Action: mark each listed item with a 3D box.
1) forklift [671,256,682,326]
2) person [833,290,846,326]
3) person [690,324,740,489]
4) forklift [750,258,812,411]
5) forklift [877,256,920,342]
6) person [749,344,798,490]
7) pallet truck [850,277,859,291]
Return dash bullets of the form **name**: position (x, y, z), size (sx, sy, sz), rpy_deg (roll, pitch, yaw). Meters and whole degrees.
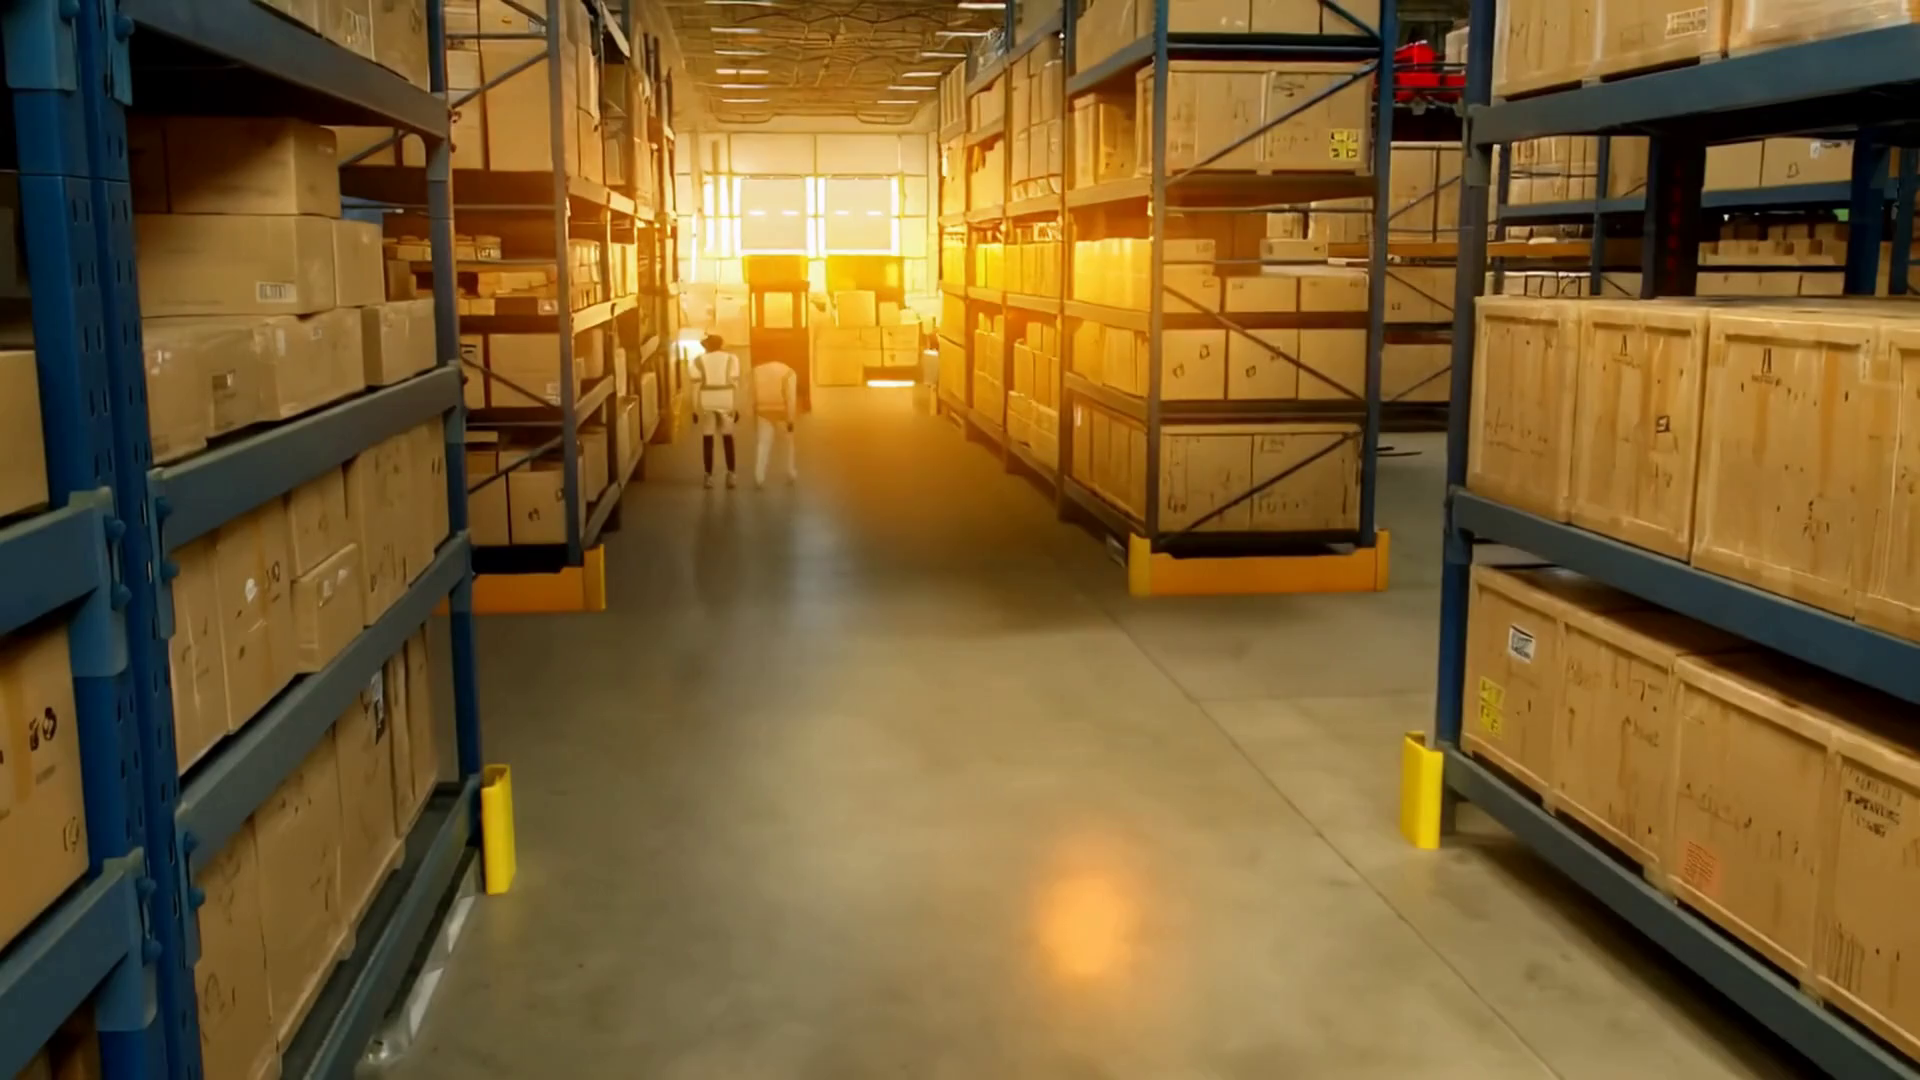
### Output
- **forklift**: position (-11.300, -9.496, 63.850), size (1.129, 2.768, 1.873), rpy_deg (-1, 10, -7)
- **person**: position (-3.180, -5.858, 45.468), size (0.590, 1.919, 0.395), rpy_deg (-4, 11, -24)
- **person**: position (-3.032, -1.651, 20.608), size (0.605, 2.045, 0.377), rpy_deg (-3, 10, -17)
- **forklift**: position (-3.388, -3.874, 31.119), size (1.129, 2.768, 1.873), rpy_deg (-1, 10, -7)
- **forklift**: position (-2.225, -7.845, 54.237), size (1.129, 2.768, 1.873), rpy_deg (-6, 12, -33)
- **person**: position (-2.303, -1.528, 20.619), size (0.624, 1.805, 0.838), rpy_deg (1, 10, 7)
- **pallet truck**: position (-3.782, -9.391, 65.808), size (1.885, 1.965, 0.823), rpy_deg (2, 10, 10)
